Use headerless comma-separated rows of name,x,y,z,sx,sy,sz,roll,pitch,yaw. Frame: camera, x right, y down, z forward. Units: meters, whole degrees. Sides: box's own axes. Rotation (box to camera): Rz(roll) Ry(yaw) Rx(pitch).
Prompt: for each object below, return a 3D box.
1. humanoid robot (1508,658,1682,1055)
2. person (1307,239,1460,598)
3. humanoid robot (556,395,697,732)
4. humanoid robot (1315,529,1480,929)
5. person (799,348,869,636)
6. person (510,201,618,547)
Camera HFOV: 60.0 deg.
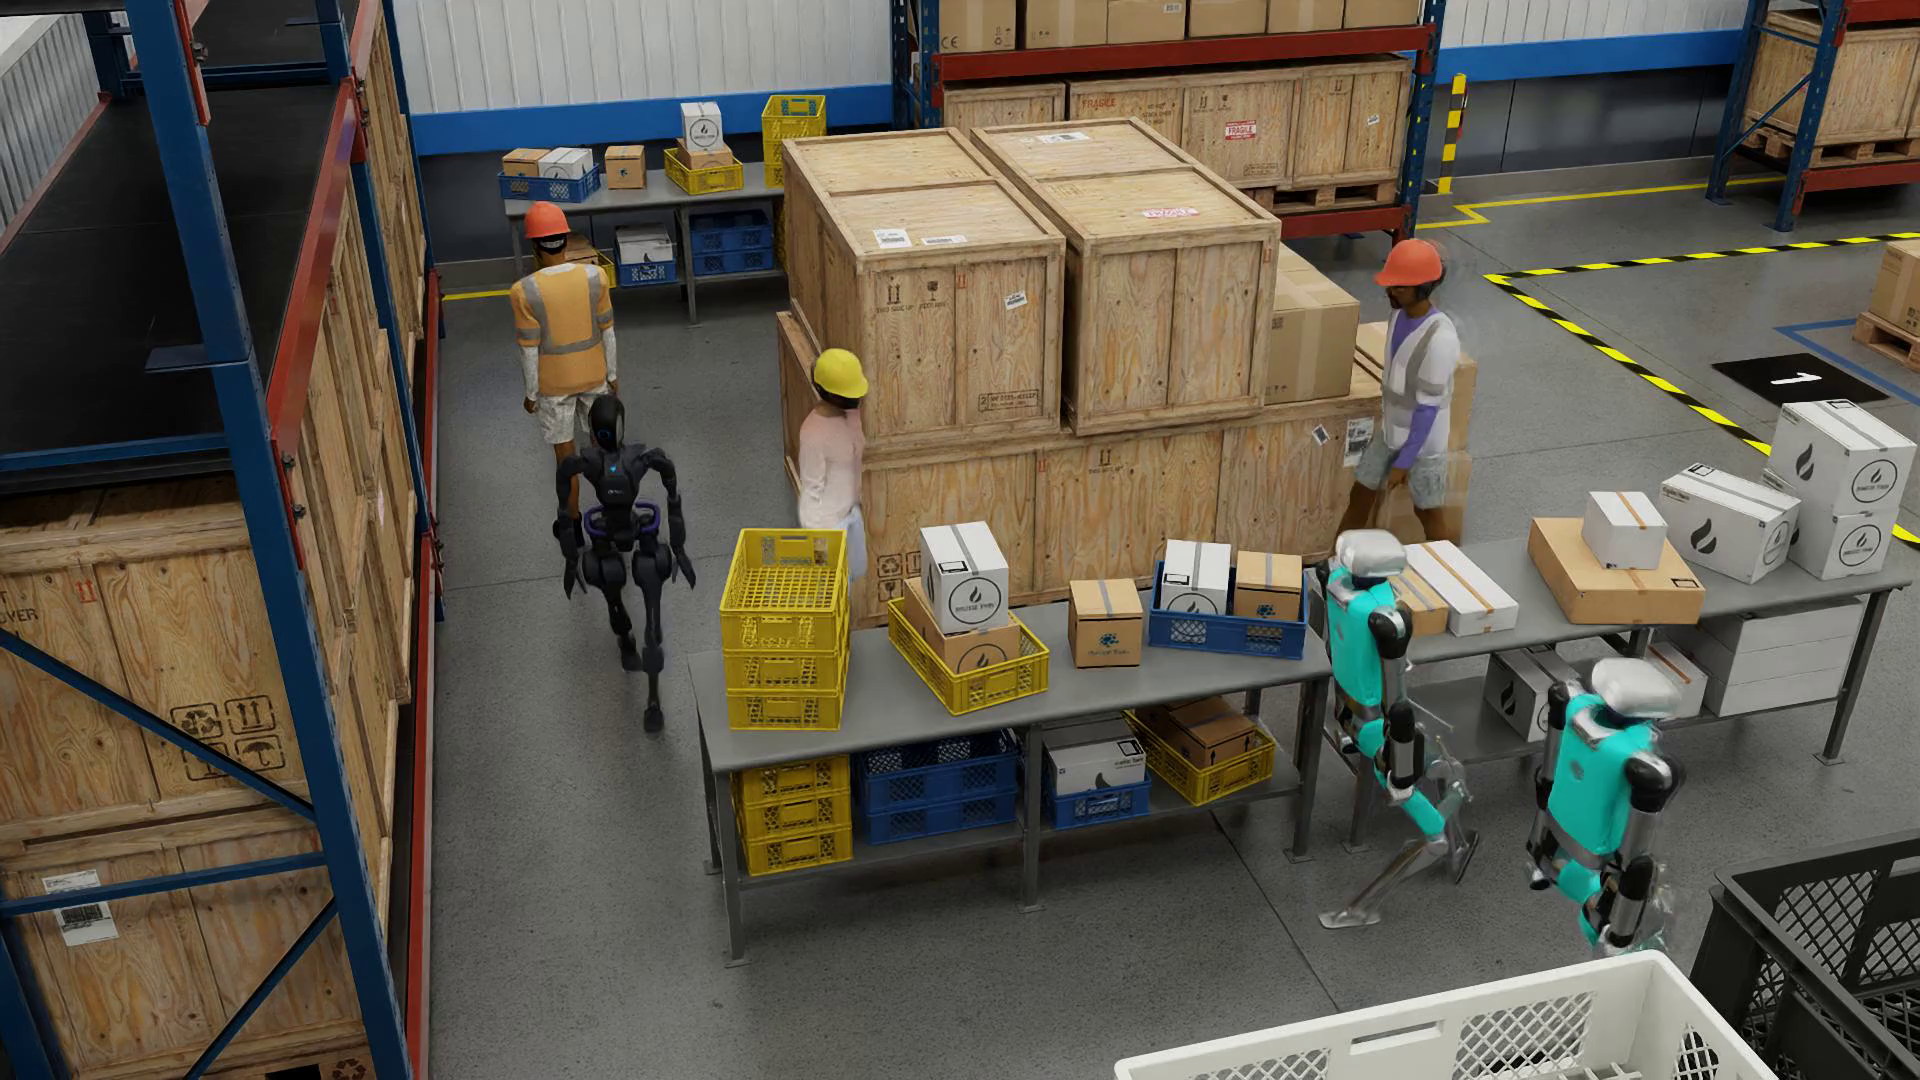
humanoid robot,2.331,1.119,5.603,0.964,1.777,0.553,-9,30,-16
person,2.137,-0.515,8.271,0.974,1.995,0.615,-7,30,-13
humanoid robot,-1.532,0.040,7.643,0.608,1.621,0.829,-5,29,-9
humanoid robot,1.801,0.716,6.305,1.009,1.757,0.547,-8,30,-14
person,-0.641,-0.127,7.828,0.526,1.736,0.547,10,30,18
person,-2.115,-0.879,8.993,0.542,1.928,0.371,-16,33,-27
